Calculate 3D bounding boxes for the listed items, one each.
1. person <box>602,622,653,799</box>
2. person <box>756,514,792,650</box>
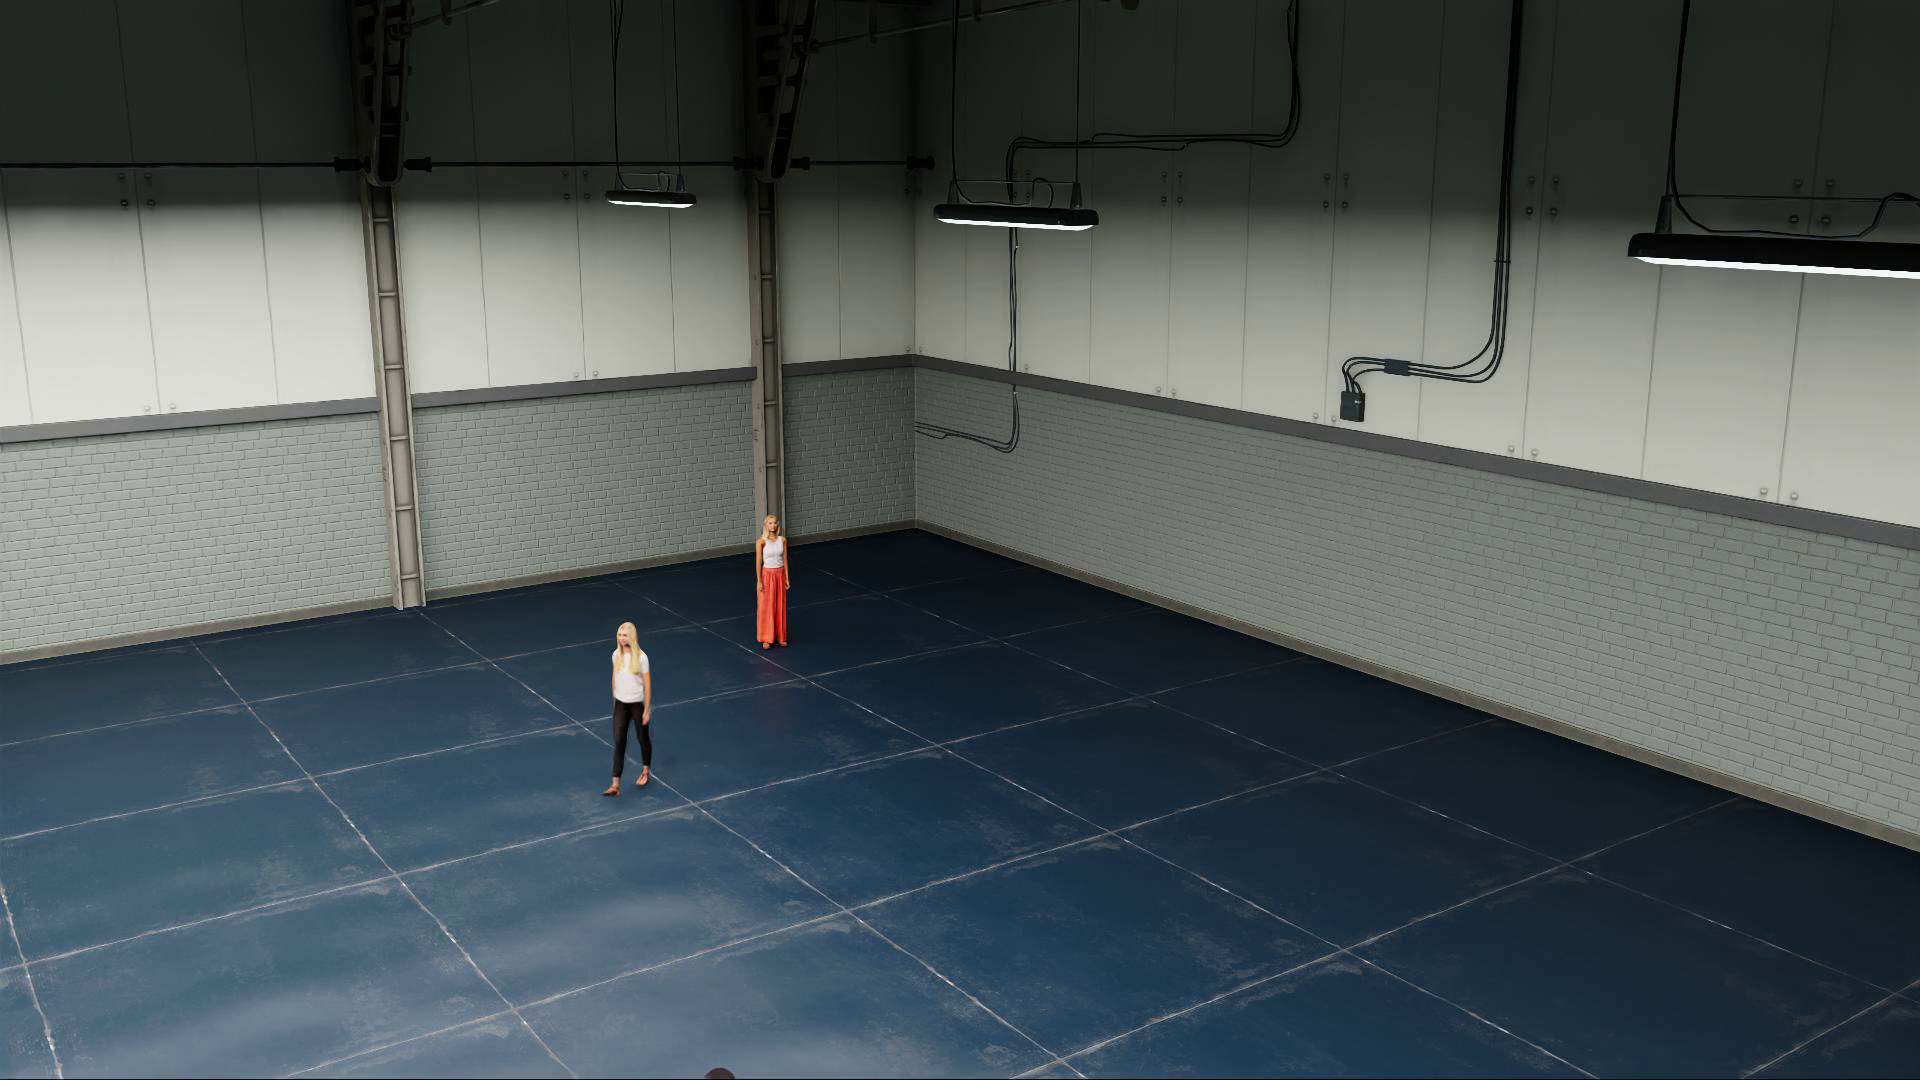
[{"bbox_3d":[-3.324,1.713,17.122,1.092,1.786,1.186,3,13,14],"label":"person"},{"bbox_3d":[-2.499,0.541,22.145,0.517,1.803,0.694,-8,15,-31],"label":"person"}]
